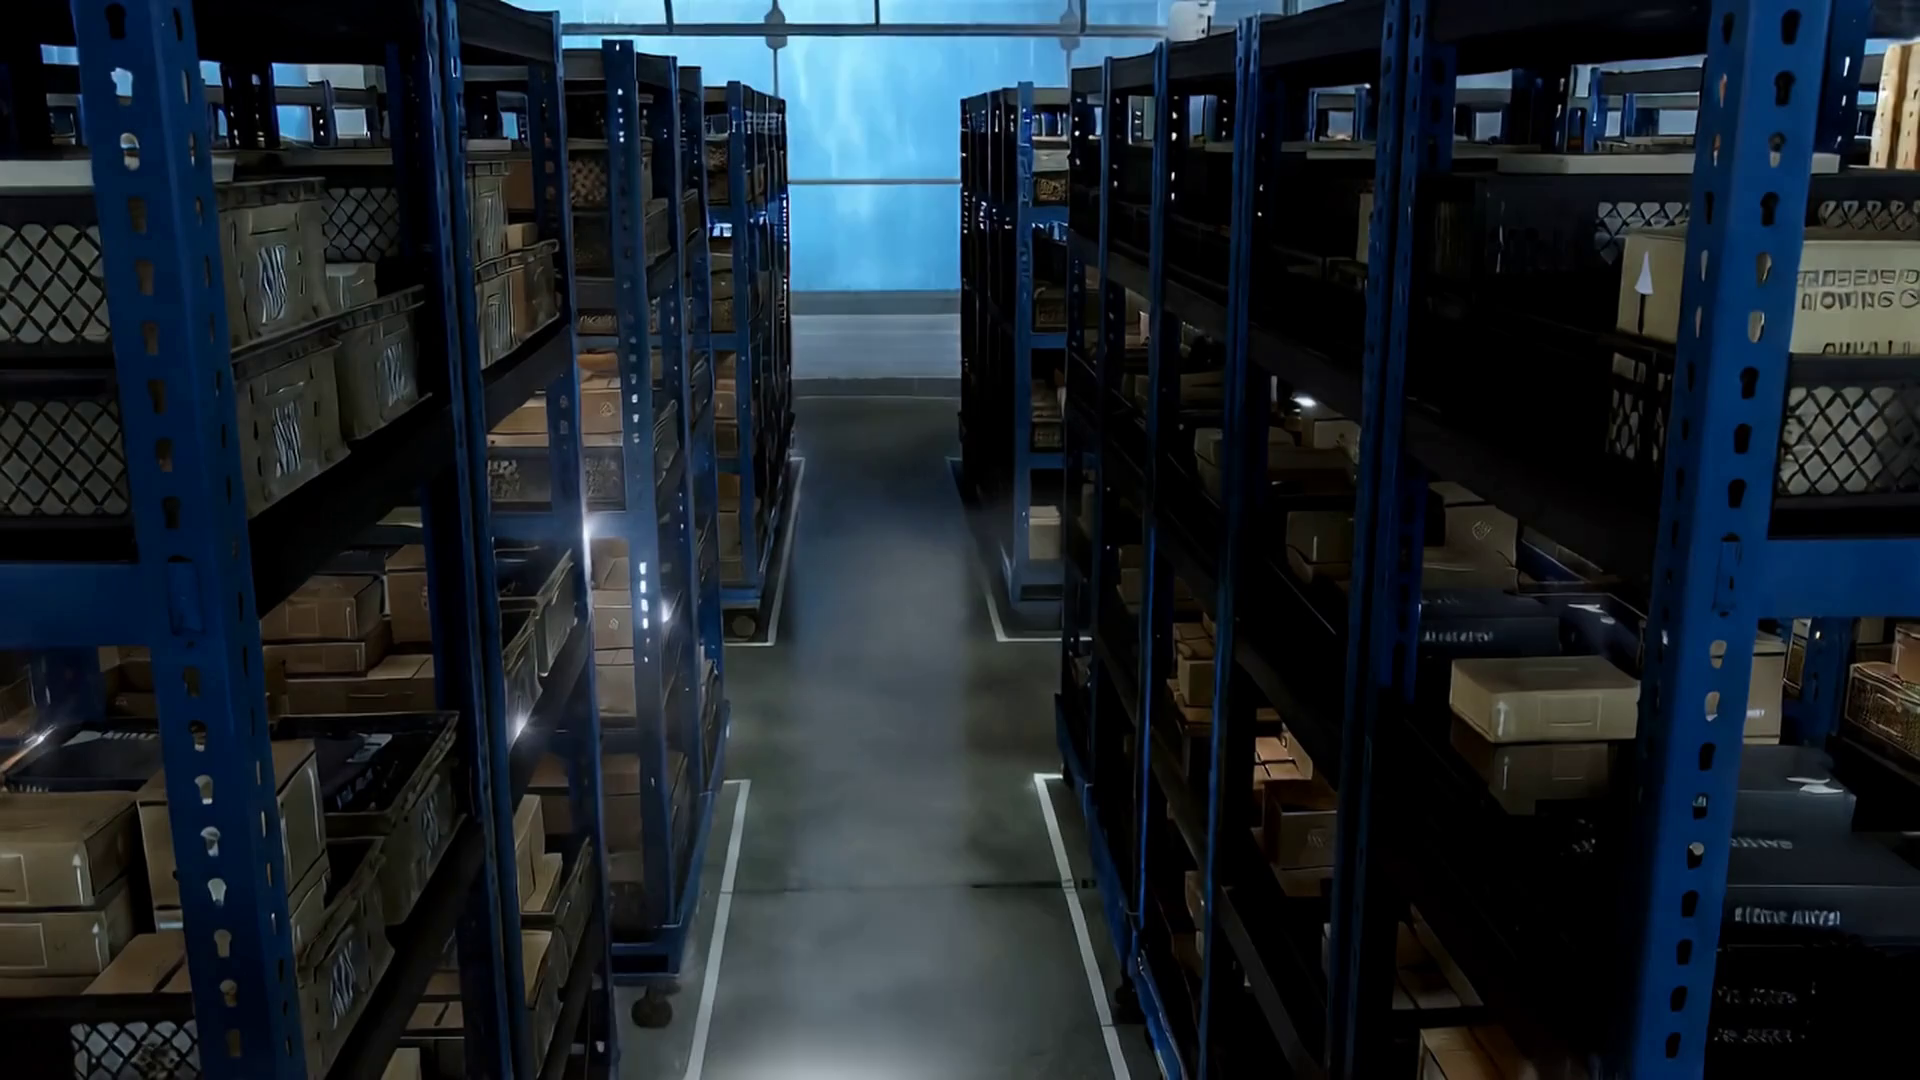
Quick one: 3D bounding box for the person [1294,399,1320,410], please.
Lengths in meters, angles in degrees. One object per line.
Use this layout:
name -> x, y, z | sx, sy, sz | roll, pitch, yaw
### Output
person -> 1.946, 0.090, 9.608 | 0.599, 1.830, 0.404 | -10, 17, -35

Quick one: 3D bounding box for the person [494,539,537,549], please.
person -> -2.317, 0.268, 8.551 | 0.378, 1.996, 0.611 | 6, 15, 23
